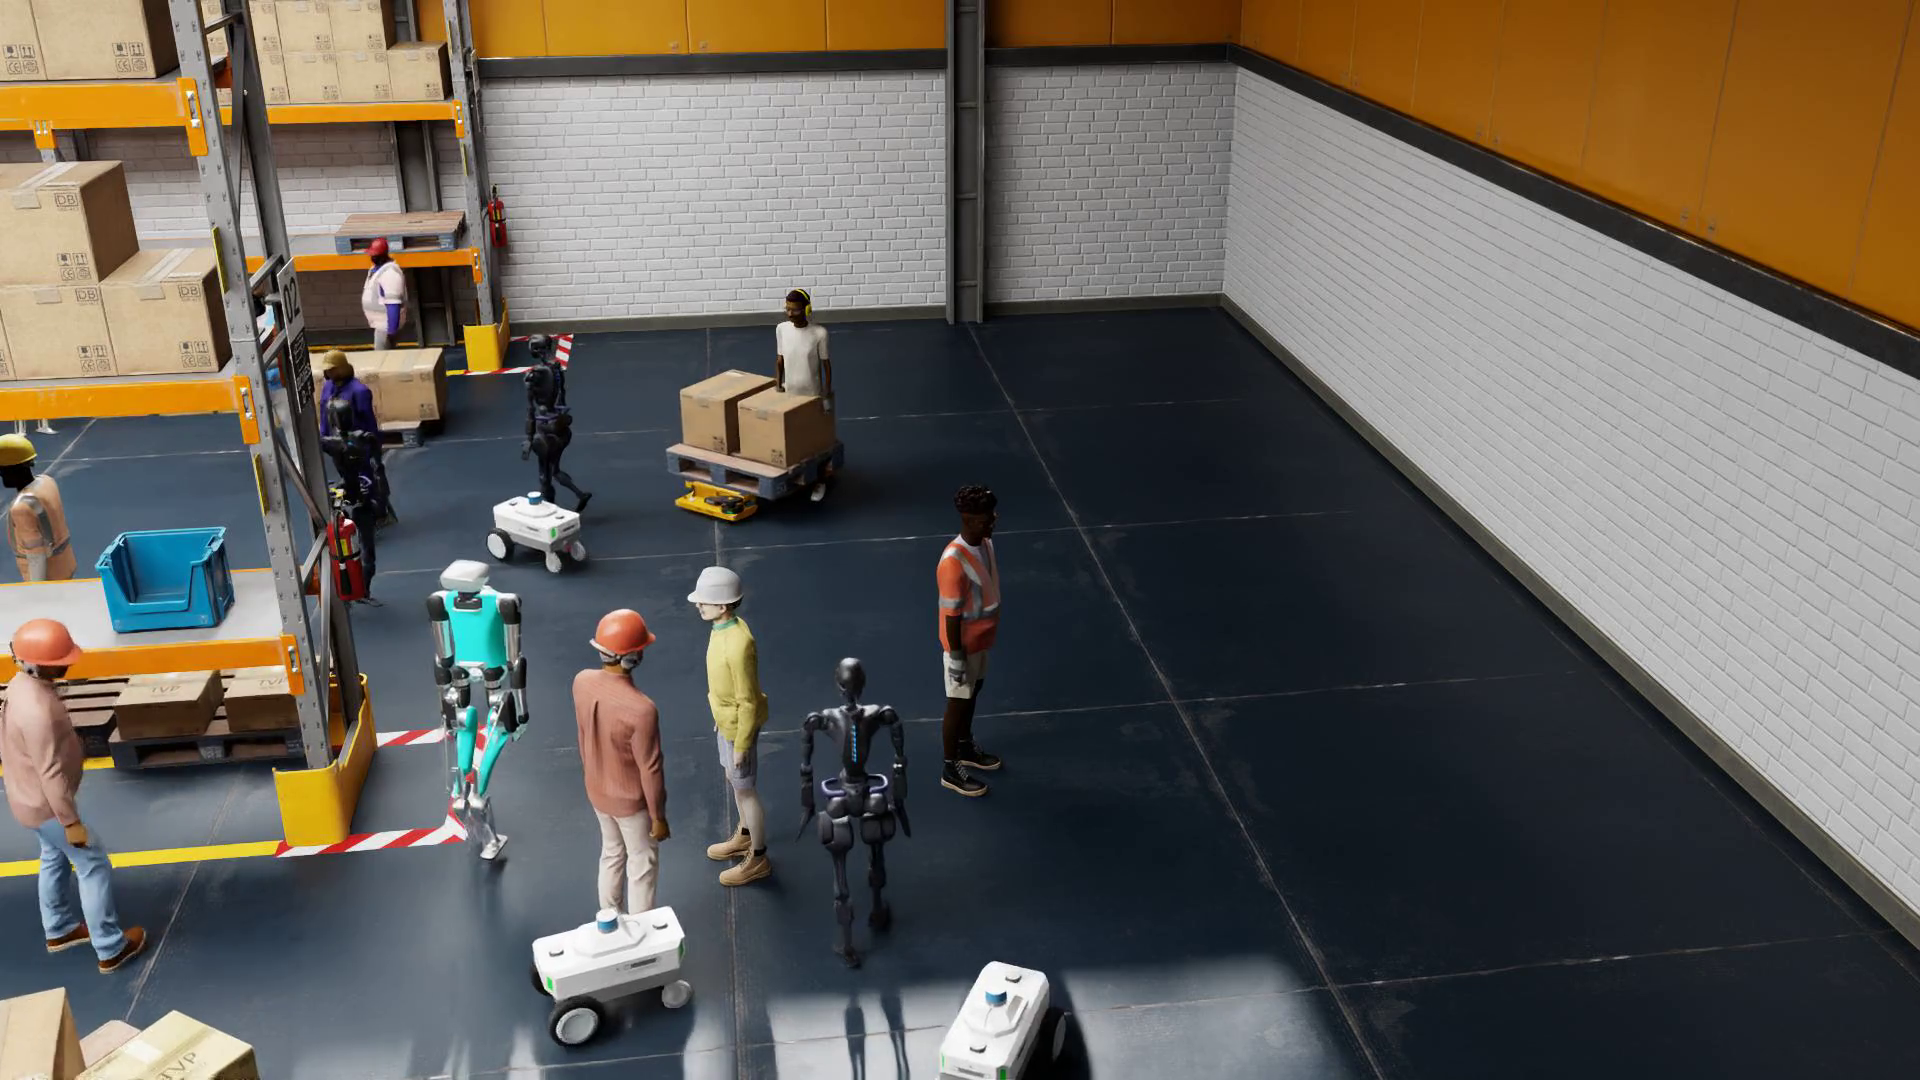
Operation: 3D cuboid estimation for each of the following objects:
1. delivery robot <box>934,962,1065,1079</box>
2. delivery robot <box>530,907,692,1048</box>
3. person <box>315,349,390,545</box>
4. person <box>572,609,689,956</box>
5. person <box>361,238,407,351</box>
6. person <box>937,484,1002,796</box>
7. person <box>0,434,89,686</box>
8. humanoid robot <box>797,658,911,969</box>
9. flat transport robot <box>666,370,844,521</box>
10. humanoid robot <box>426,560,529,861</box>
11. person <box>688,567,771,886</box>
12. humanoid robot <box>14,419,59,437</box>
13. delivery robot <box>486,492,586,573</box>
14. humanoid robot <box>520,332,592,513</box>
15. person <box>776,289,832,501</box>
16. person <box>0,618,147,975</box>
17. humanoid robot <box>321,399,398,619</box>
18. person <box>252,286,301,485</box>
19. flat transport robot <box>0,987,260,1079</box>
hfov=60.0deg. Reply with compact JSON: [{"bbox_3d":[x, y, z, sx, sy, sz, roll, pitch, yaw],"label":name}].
[{"bbox_3d":[0.171,2.316,7.785,0.513,0.612,0.784,8,25,18],"label":"delivery robot"},{"bbox_3d":[-1.743,2.109,8.242,0.797,0.599,0.499,-10,26,-22],"label":"delivery robot"},{"bbox_3d":[-4.968,-0.755,13.458,0.450,1.597,0.721,14,27,28],"label":"person"},{"bbox_3d":[-1.669,1.261,8.396,0.625,1.986,0.408,20,31,38],"label":"person"},{"bbox_3d":[-5.694,-2.173,16.550,0.609,1.713,0.678,-10,26,-22],"label":"person"},{"bbox_3d":[0.065,0.575,9.978,0.362,1.963,0.611,8,25,17],"label":"person"},{"bbox_3d":[-5.958,0.225,10.824,0.369,1.925,0.594,-5,24,-12],"label":"person"},{"bbox_3d":[-0.553,1.367,8.551,0.590,1.637,0.560,-4,24,-10],"label":"humanoid robot"},{"bbox_3d":[-1.779,-0.527,14.596,0.659,0.231,1.431,14,27,29],"label":"flat transport robot"},{"bbox_3d":[-2.705,1.059,9.180,0.540,1.796,0.805,3,24,8],"label":"humanoid robot"},{"bbox_3d":[-1.236,1.008,9.087,0.396,1.888,0.487,-8,25,-18],"label":"person"},{"bbox_3d":[-8.805,-1.797,15.683,0.804,1.779,0.541,19,30,36],"label":"humanoid robot"},{"bbox_3d":[-3.376,-0.100,13.251,0.754,0.581,0.499,15,28,30],"label":"delivery robot"},{"bbox_3d":[-3.345,-0.896,13.695,0.473,1.647,0.609,7,25,16],"label":"humanoid robot"},{"bbox_3d":[-1.343,-1.243,14.239,0.526,1.869,0.311,8,25,17],"label":"person"},{"bbox_3d":[-4.519,1.283,8.377,0.475,1.960,0.666,-16,28,-32],"label":"person"},{"bbox_3d":[-4.455,-0.243,12.202,0.591,1.653,0.326,-20,31,-38],"label":"humanoid robot"},{"bbox_3d":[-6.076,-1.371,14.576,0.623,1.837,0.428,-4,24,-8],"label":"person"},{"bbox_3d":[-3.663,2.801,7.016,1.431,0.231,0.659,12,26,26],"label":"flat transport robot"}]
